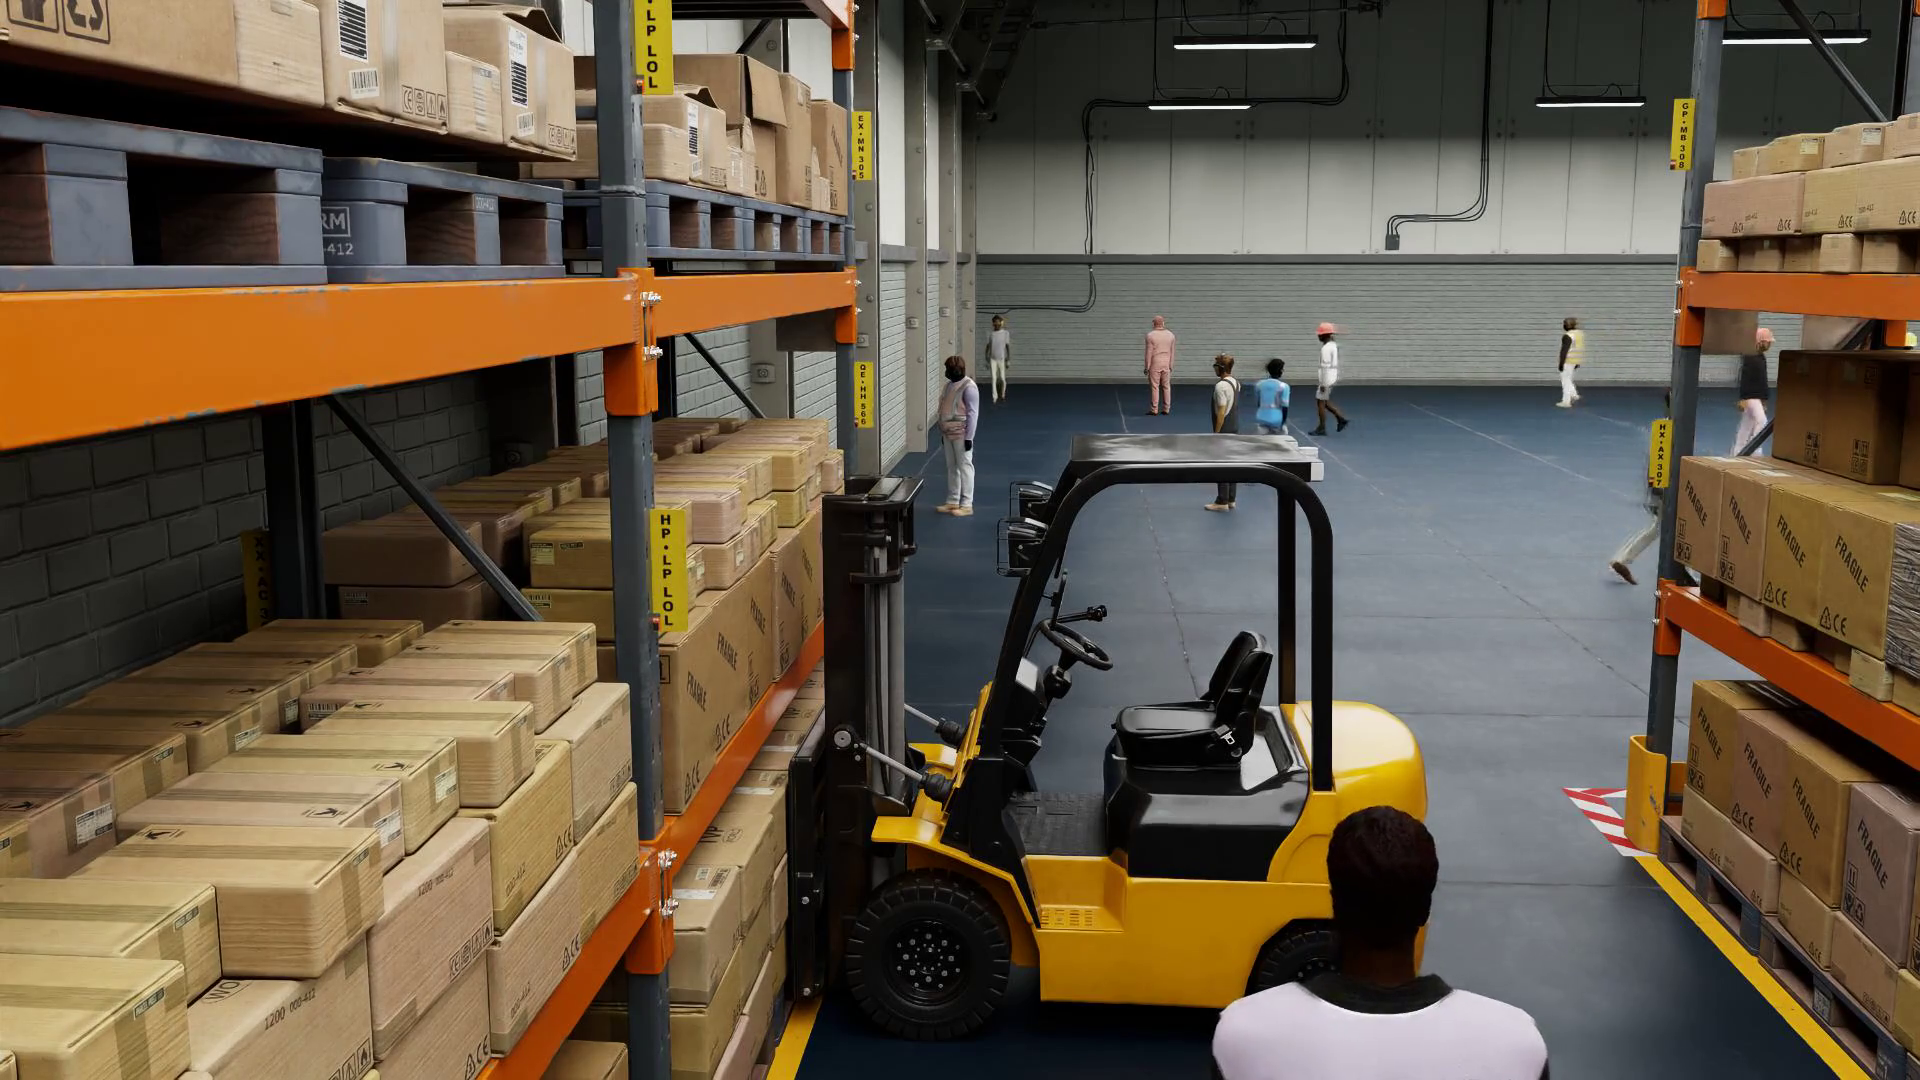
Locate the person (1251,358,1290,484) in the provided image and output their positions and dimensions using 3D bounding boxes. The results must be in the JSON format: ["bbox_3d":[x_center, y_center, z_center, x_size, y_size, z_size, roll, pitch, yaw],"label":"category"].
[{"bbox_3d":[4.088,-1.557,21.813,0.537,1.664,0.794,8,12,40],"label":"person"}]

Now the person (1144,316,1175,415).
[{"bbox_3d":[3.792,-3.335,31.869,0.642,1.905,0.399,-5,10,-27],"label":"person"}]

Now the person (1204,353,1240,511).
[{"bbox_3d":[3.081,-1.256,19.444,0.335,1.845,0.513,6,11,31],"label":"person"}]

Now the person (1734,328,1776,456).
[{"bbox_3d":[11.416,-2.020,23.677,0.737,1.967,0.660,8,12,40],"label":"person"}]

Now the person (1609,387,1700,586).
[{"bbox_3d":[6.233,-0.463,14.682,0.926,1.833,0.529,8,12,38],"label":"person"}]

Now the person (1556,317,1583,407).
[{"bbox_3d":[12.353,-3.611,33.771,0.451,1.823,0.648,9,13,43],"label":"person"}]

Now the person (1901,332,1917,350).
[{"bbox_3d":[13.551,-2.025,23.912,0.599,1.911,0.431,1,9,5],"label":"person"}]

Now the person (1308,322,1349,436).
[{"bbox_3d":[6.200,-2.693,27.930,0.554,1.918,0.562,4,10,25],"label":"person"}]

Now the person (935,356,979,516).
[{"bbox_3d":[-0.038,-1.197,19.116,0.430,1.840,0.619,-5,11,-29],"label":"person"}]

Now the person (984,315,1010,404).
[{"bbox_3d":[0.768,-3.765,34.635,0.528,1.856,0.535,1,9,7],"label":"person"}]

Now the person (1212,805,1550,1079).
[{"bbox_3d":[0.739,1.424,2.992,0.596,1.915,0.373,1,9,4],"label":"person"}]
